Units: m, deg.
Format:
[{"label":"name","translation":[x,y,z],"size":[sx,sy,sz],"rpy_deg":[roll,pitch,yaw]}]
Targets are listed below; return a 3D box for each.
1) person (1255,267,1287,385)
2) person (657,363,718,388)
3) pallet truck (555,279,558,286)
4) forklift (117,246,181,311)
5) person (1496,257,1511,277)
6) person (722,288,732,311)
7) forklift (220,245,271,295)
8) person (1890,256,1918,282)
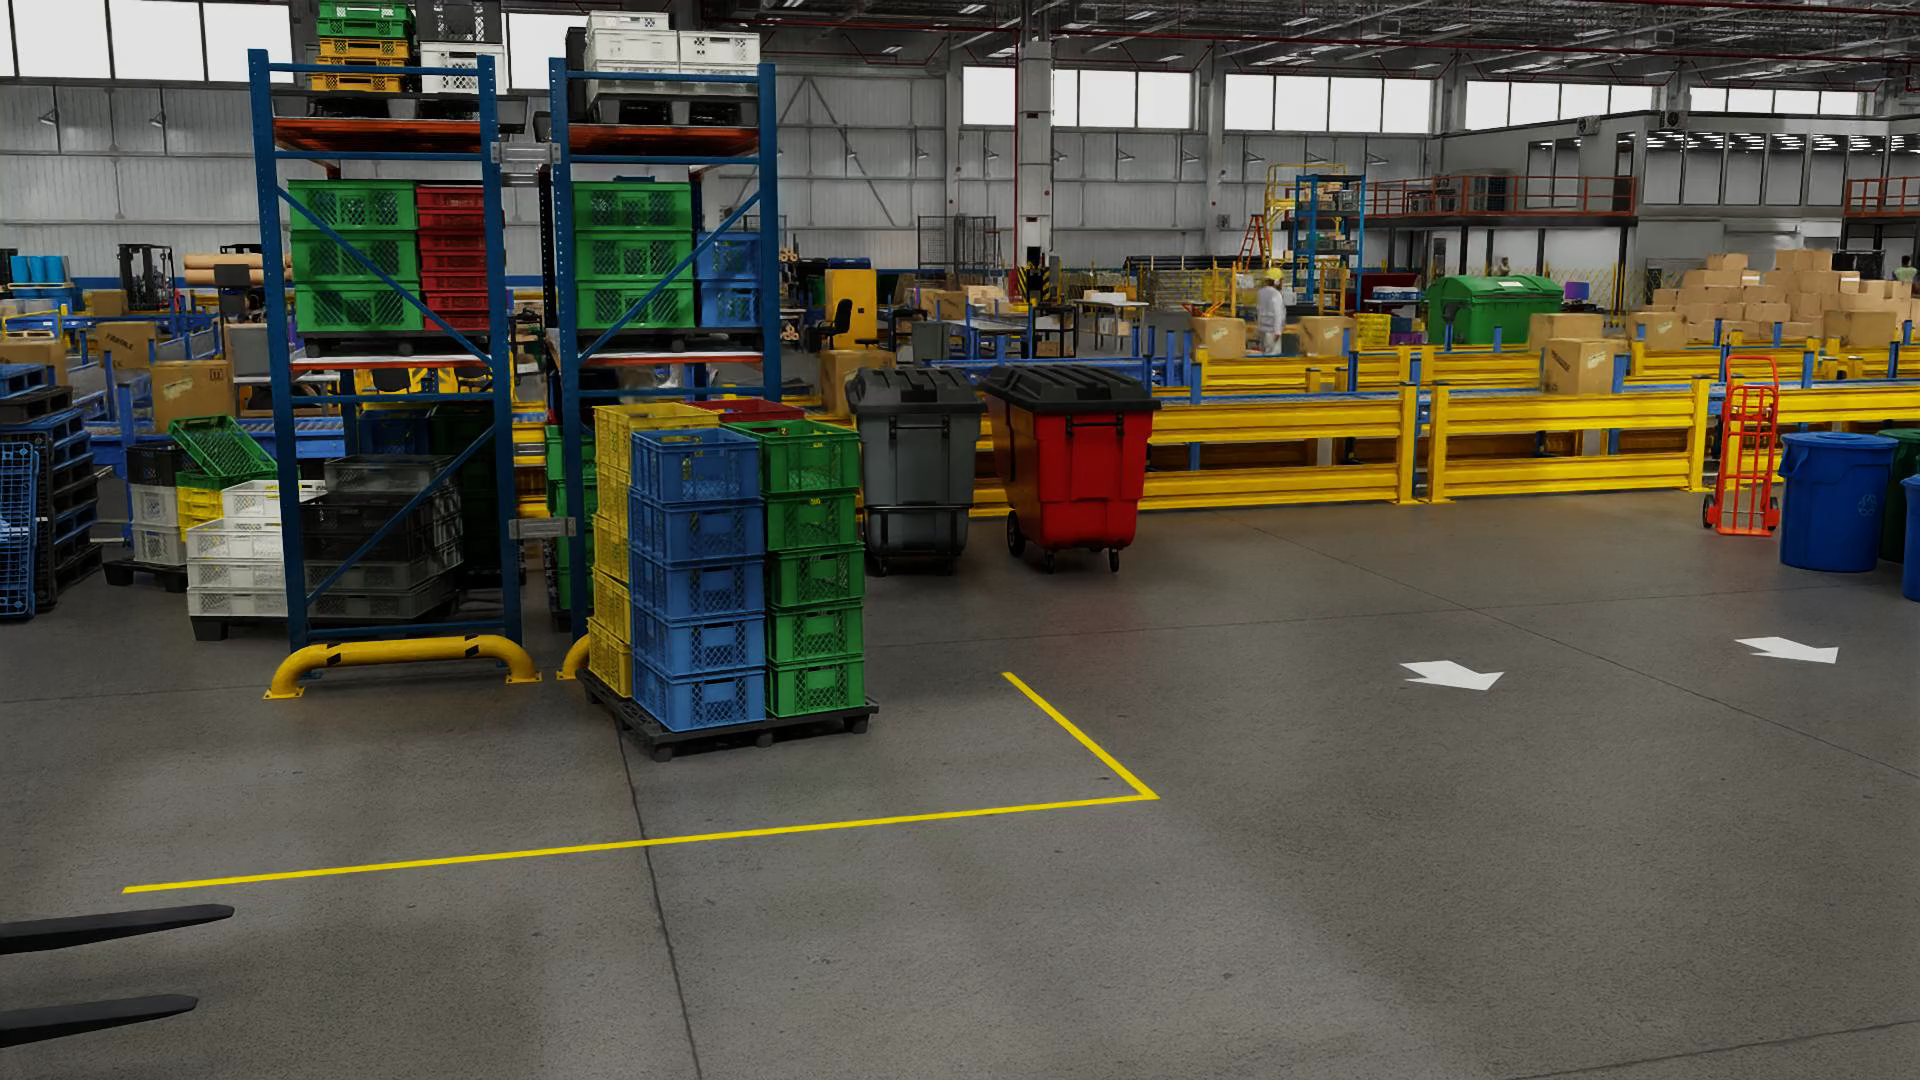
[{"label":"person","translation":[4.572,-3.139,24.732],"size":[0.590,1.819,0.599],"rpy_deg":[-3,10,-15]},{"label":"person","translation":[-4.091,-3.189,24.827],"size":[0.829,1.883,0.643],"rpy_deg":[-3,10,-16]},{"label":"pallet truck","translation":[-10.604,-6.375,44.520],"size":[0.653,1.274,1.630],"rpy_deg":[-3,10,-15]},{"label":"forklift","translation":[-19.966,-6.232,40.894],"size":[1.157,1.987,2.680],"rpy_deg":[-3,10,-15]},{"label":"person","translation":[17.452,-8.210,53.508],"size":[0.517,1.810,0.948],"rpy_deg":[-3,10,-17]},{"label":"person","translation":[-4.063,-4.227,30.369],"size":[0.608,2.018,0.794],"rpy_deg":[-4,11,-24]},{"label":"forklift","translation":[-17.749,-6.334,41.440],"size":[1.157,1.987,2.680],"rpy_deg":[-3,10,-17]},{"label":"person","translation":[24.340,-6.401,43.031],"size":[0.608,1.871,0.960],"rpy_deg":[1,10,7]}]
